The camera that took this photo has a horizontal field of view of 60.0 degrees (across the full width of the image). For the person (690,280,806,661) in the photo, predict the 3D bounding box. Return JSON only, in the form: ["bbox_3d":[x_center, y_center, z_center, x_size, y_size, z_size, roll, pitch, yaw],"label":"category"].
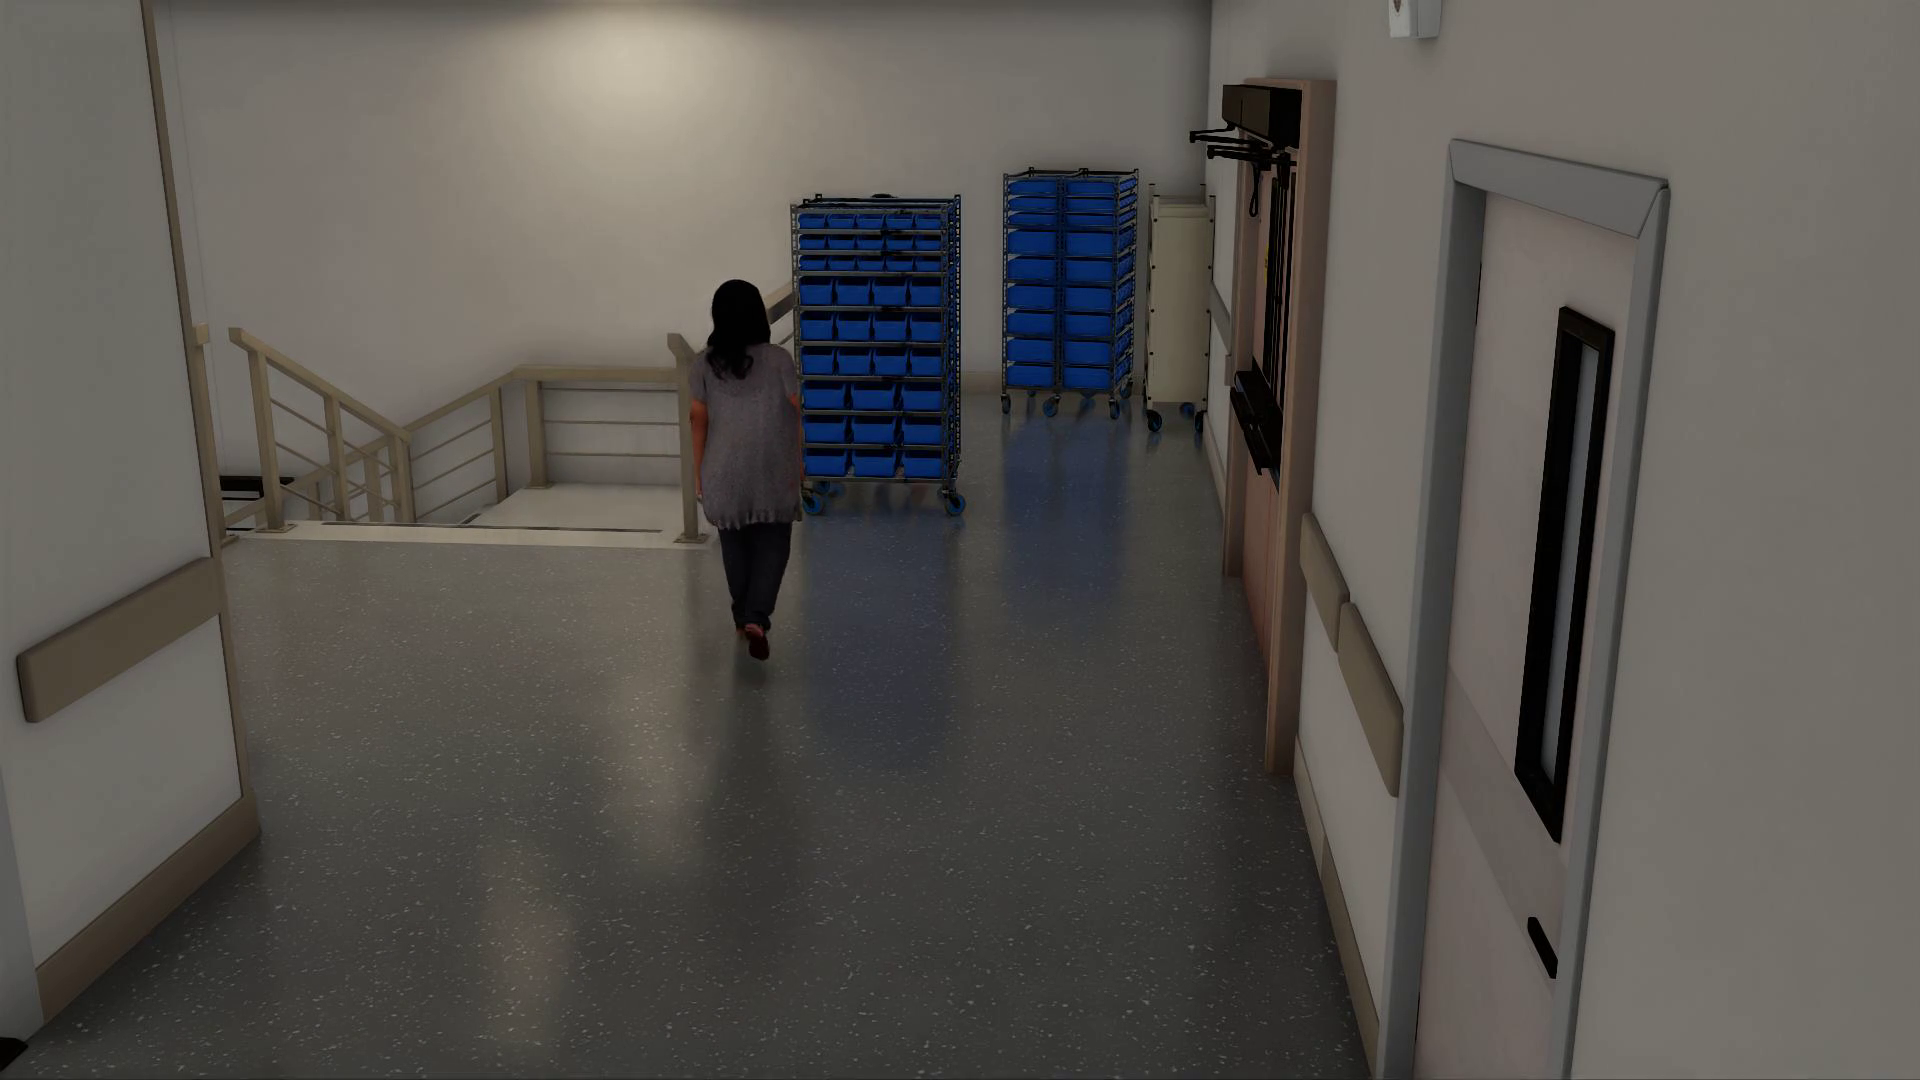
[{"bbox_3d":[-0.903,-0.278,7.063,0.636,1.580,0.989,2,16,7],"label":"person"}]
